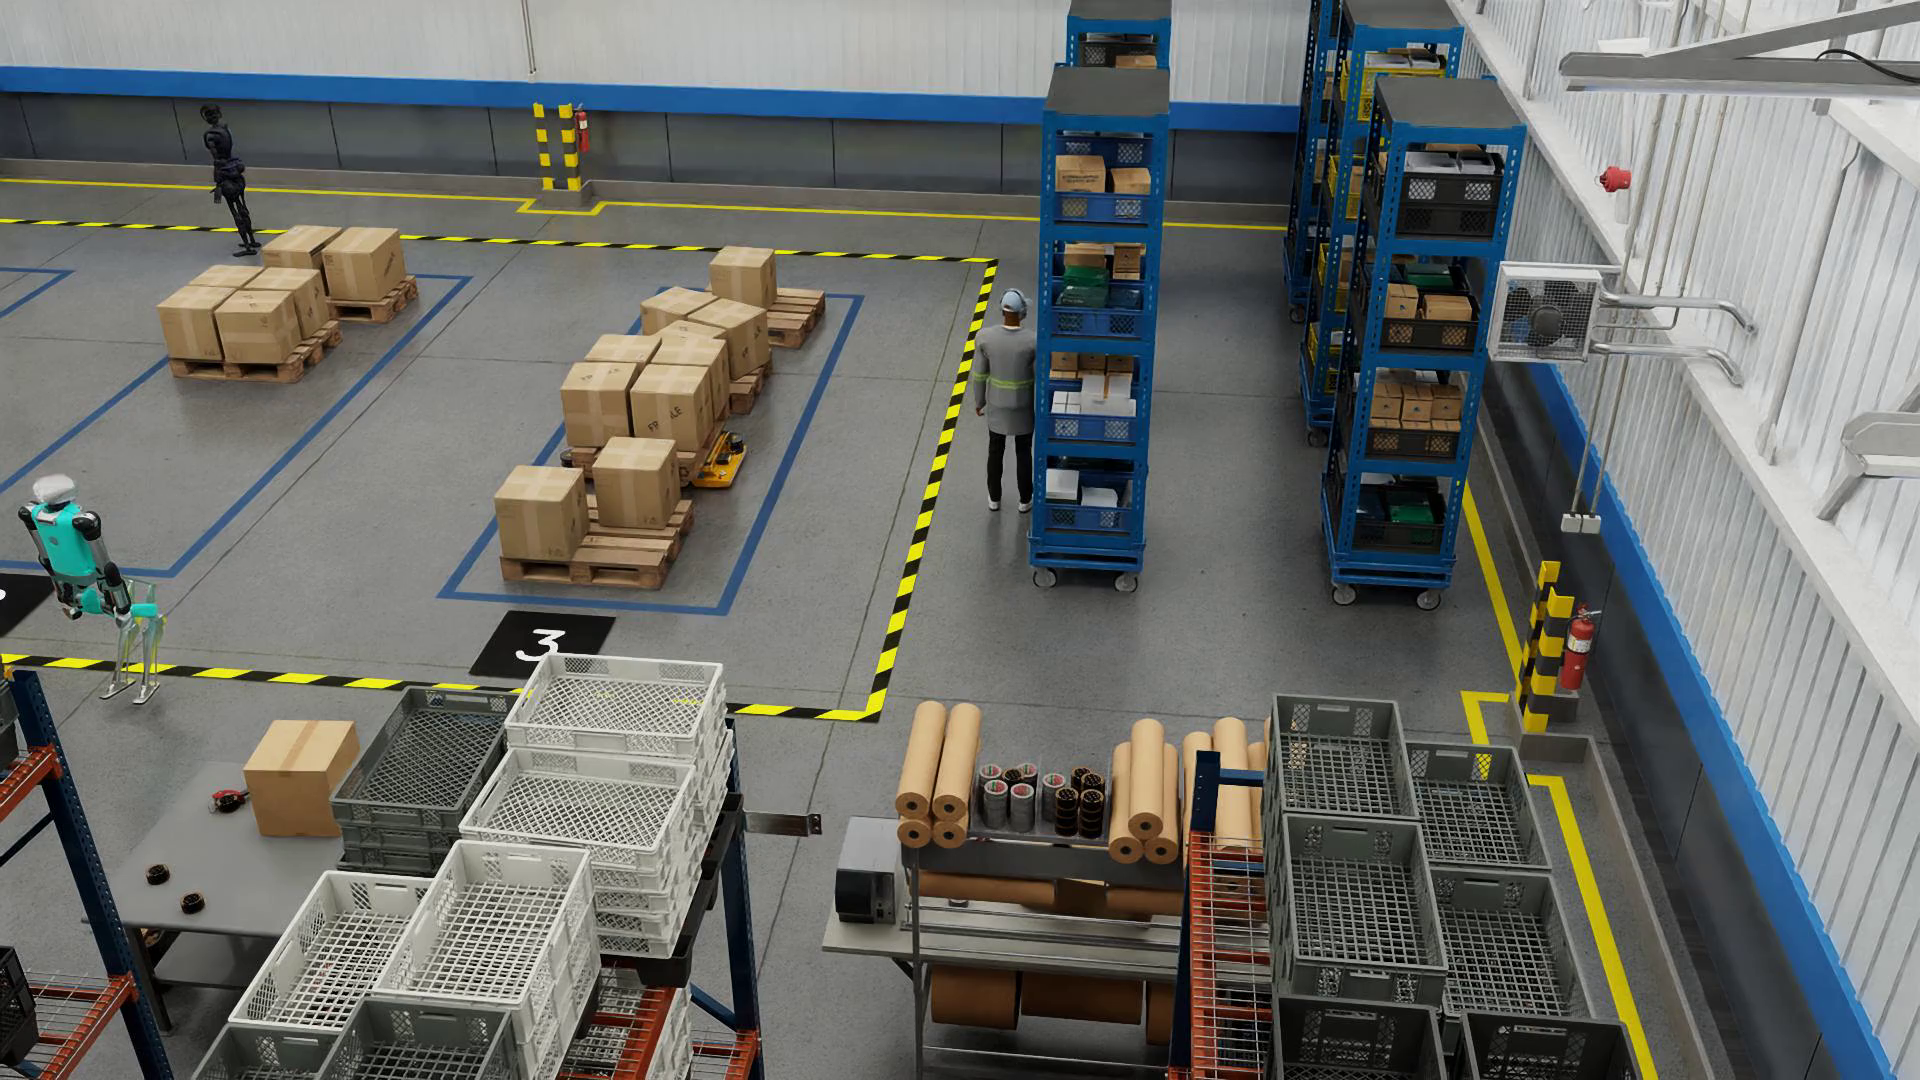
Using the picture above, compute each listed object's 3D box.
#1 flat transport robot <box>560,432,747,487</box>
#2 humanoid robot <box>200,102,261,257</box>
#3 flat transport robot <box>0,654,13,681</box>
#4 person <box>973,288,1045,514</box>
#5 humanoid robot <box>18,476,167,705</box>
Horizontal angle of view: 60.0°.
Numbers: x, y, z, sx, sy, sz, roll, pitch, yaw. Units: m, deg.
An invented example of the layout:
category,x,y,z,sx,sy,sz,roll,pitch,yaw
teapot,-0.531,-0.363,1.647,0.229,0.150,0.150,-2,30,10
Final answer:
category,x,y,z,sx,sy,sz,roll,pitch,yaw
flat transport robot,-2.554,-0.707,13.861,1.431,0.197,0.652,3,30,6
humanoid robot,-7.906,-3.900,17.961,0.315,1.653,0.599,-2,30,-4
flat transport robot,-7.142,0.969,11.010,1.431,0.231,0.659,3,30,6
person,0.405,-1.084,12.963,0.597,1.849,0.388,6,31,10
humanoid robot,-5.429,0.254,10.644,0.533,1.677,0.735,8,31,14
